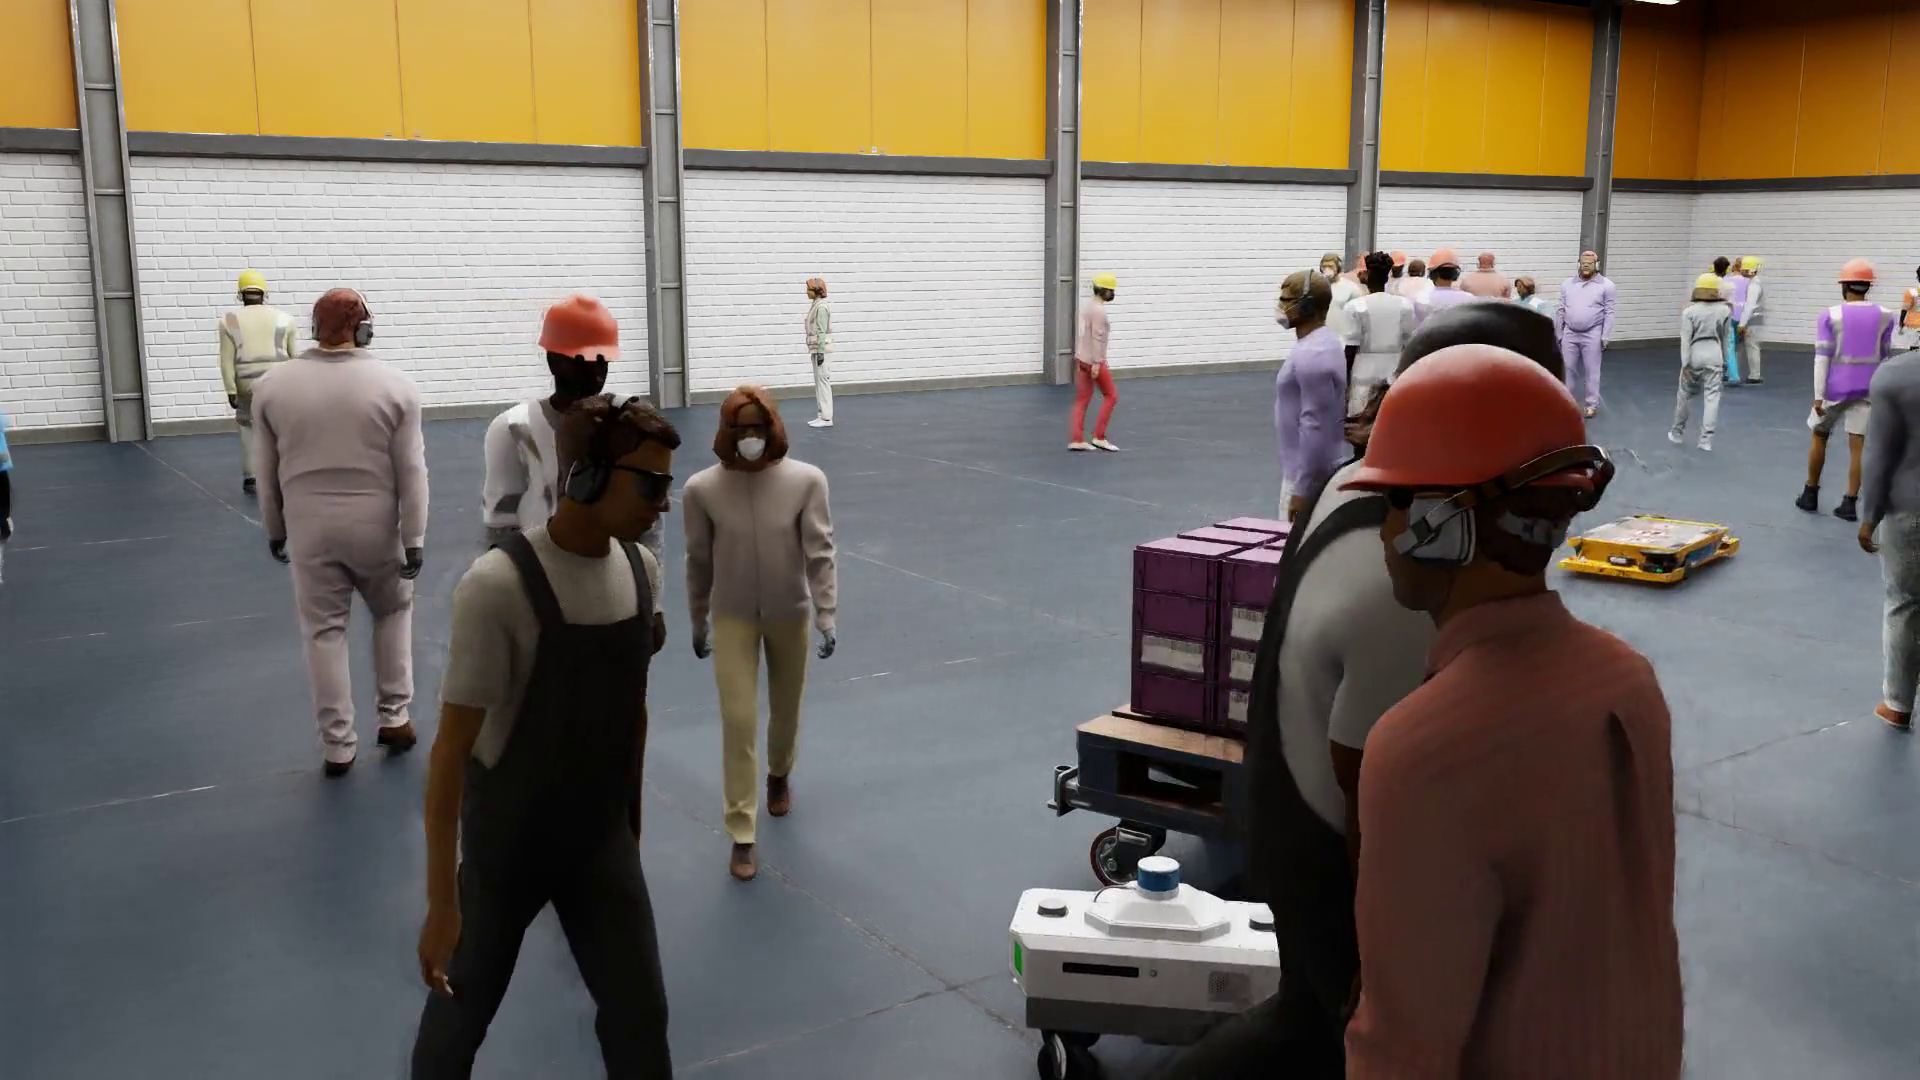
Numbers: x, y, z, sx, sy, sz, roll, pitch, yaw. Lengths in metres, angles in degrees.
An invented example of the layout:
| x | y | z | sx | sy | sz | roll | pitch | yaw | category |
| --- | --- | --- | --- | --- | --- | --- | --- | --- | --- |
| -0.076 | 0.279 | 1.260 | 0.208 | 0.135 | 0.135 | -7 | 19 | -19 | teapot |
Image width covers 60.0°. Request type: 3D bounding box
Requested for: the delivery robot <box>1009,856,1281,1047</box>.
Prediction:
| x | y | z | sx | sy | sz | roll | pitch | yaw | category |
| --- | --- | --- | --- | --- | --- | --- | --- | --- | --- |
| 0.481 | 1.022 | 4.087 | 0.707 | 0.478 | 0.477 | 2 | 11 | 10 | delivery robot |

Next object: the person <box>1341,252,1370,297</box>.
| x | y | z | sx | sy | sz | roll | pitch | yaw | category |
| --- | --- | --- | --- | --- | --- | --- | --- | --- | --- |
| 5.454 | -2.968 | 22.601 | 0.675 | 1.862 | 0.856 | 6 | 12 | 31 | person |

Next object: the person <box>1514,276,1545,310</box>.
| x | y | z | sx | sy | sz | roll | pitch | yaw | category |
| --- | --- | --- | --- | --- | --- | --- | --- | --- | --- |
| 6.548 | -2.250 | 19.369 | 0.613 | 1.615 | 0.533 | -7 | 12 | -34 | person |

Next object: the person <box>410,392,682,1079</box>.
| x | y | z | sx | sy | sz | roll | pitch | yaw | category |
| --- | --- | --- | --- | --- | --- | --- | --- | --- | --- |
| -0.828 | 0.616 | 3.226 | 0.870 | 1.791 | 0.668 | 8 | 13 | 36 | person |

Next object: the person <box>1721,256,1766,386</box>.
| x | y | z | sx | sy | sz | roll | pitch | yaw | category |
| --- | --- | --- | --- | --- | --- | --- | --- | --- | --- |
| 10.930 | -3.057 | 23.269 | 0.704 | 1.802 | 0.612 | 3 | 11 | 17 | person |

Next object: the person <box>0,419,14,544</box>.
| x | y | z | sx | sy | sz | roll | pitch | yaw | category |
| --- | --- | --- | --- | --- | --- | --- | --- | --- | --- |
| -4.479 | -0.078 | 7.341 | 0.553 | 1.648 | 0.861 | -8 | 13 | -38 | person |

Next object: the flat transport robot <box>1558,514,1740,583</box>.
| x | y | z | sx | sy | sz | roll | pitch | yaw | category |
| --- | --- | --- | --- | --- | --- | --- | --- | --- | --- |
| 4.381 | 0.037 | 10.523 | 0.652 | 0.197 | 1.431 | 9 | 13 | 40 | flat transport robot |

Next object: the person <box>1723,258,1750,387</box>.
| x | y | z | sx | sy | sz | roll | pitch | yaw | category |
| --- | --- | --- | --- | --- | --- | --- | --- | --- | --- |
| 10.791 | -3.033 | 23.242 | 0.657 | 1.787 | 0.941 | 1 | 10 | 5 | person |

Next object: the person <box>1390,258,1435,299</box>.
| x | y | z | sx | sy | sz | roll | pitch | yaw | category |
| --- | --- | --- | --- | --- | --- | --- | --- | --- | --- |
| 5.745 | -2.657 | 21.072 | 0.631 | 1.816 | 0.850 | 5 | 12 | 27 | person |

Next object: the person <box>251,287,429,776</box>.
| x | y | z | sx | sy | sz | roll | pitch | yaw | category |
| --- | --- | --- | --- | --- | --- | --- | --- | --- | --- |
| -2.409 | -0.041 | 6.550 | 0.651 | 1.883 | 0.613 | -2 | 11 | -12 | person |

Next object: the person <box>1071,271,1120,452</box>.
| x | y | z | sx | sy | sz | roll | pitch | yaw | category |
| --- | --- | --- | --- | --- | --- | --- | --- | --- | --- |
| 1.341 | -1.712 | 16.059 | 0.562 | 1.735 | 0.551 | -2 | 10 | -10 | person |

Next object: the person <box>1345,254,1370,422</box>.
| x | y | z | sx | sy | sz | roll | pitch | yaw | category |
| --- | --- | --- | --- | --- | --- | --- | --- | --- | --- |
| 4.538 | -2.181 | 18.266 | 1.001 | 1.892 | 0.563 | 3 | 11 | 14 | person |

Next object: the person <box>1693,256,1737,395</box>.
| x | y | z | sx | sy | sz | roll | pitch | yaw | category |
| --- | --- | --- | --- | --- | --- | --- | --- | --- | --- |
| 9.957 | -2.840 | 22.032 | 0.533 | 1.838 | 0.900 | 7 | 12 | 33 | person |

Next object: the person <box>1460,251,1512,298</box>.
| x | y | z | sx | sy | sz | roll | pitch | yaw | category |
| --- | --- | --- | --- | --- | --- | --- | --- | --- | --- |
| 6.796 | -2.788 | 21.571 | 0.657 | 1.890 | 0.494 | 3 | 11 | 17 | person |

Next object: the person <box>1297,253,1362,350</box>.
| x | y | z | sx | sy | sz | roll | pitch | yaw | category |
| --- | --- | --- | --- | --- | --- | --- | --- | --- | --- |
| 3.852 | -2.055 | 17.512 | 0.652 | 1.900 | 0.920 | 5 | 11 | 25 | person |

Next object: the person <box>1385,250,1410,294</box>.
| x | y | z | sx | sy | sz | roll | pitch | yaw | category |
| --- | --- | --- | --- | --- | --- | --- | --- | --- | --- |
| 5.701 | -2.831 | 21.752 | 0.583 | 1.904 | 0.765 | 5 | 12 | 27 | person |

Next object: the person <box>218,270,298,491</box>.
| x | y | z | sx | sy | sz | roll | pitch | yaw | category |
| --- | --- | --- | --- | --- | --- | --- | --- | --- | --- |
| -5.669 | -1.273 | 13.492 | 0.599 | 1.808 | 0.696 | -5 | 11 | -25 | person |

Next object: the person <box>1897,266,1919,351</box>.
| x | y | z | sx | sy | sz | roll | pitch | yaw | category |
| --- | --- | --- | --- | --- | --- | --- | --- | --- | --- |
| 13.319 | -2.964 | 23.077 | 0.559 | 1.679 | 0.420 | 1 | 10 | 8 | person |

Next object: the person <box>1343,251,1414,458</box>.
| x | y | z | sx | sy | sz | roll | pitch | yaw | category |
| --- | --- | --- | --- | --- | --- | --- | --- | --- | --- |
| 3.255 | -1.274 | 13.060 | 0.602 | 1.967 | 0.366 | -2 | 11 | -13 | person |

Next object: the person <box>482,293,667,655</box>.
| x | y | z | sx | sy | sz | roll | pitch | yaw | category |
| --- | --- | --- | --- | --- | --- | --- | --- | --- | --- |
| -1.140 | 0.201 | 5.156 | 0.536 | 1.894 | 0.895 | -8 | 13 | -36 | person |

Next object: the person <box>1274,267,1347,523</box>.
| x | y | z | sx | sy | sz | roll | pitch | yaw | category |
| --- | --- | --- | --- | --- | --- | --- | --- | --- | --- |
| 1.591 | -0.273 | 7.649 | 0.356 | 1.938 | 0.636 | 2 | 11 | 12 | person |

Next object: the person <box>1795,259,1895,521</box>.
| x | y | z | sx | sy | sz | roll | pitch | yaw | category |
| --- | --- | --- | --- | --- | --- | --- | --- | --- | --- |
| 6.605 | -1.128 | 12.424 | 0.552 | 1.904 | 0.834 | 2 | 10 | 10 | person |

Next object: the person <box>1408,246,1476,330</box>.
| x | y | z | sx | sy | sz | roll | pitch | yaw | category |
| --- | --- | --- | --- | --- | --- | --- | --- | --- | --- |
| 3.949 | -1.389 | 13.611 | 0.607 | 2.010 | 0.953 | -1 | 10 | -8 | person |

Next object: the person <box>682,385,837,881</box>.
| x | y | z | sx | sy | sz | roll | pitch | yaw | category |
| --- | --- | --- | --- | --- | --- | --- | --- | --- | --- |
| -0.681 | 0.258 | 5.673 | 0.500 | 1.603 | 0.790 | -2 | 11 | -10 | person |

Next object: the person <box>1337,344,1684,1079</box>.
| x | y | z | sx | sy | sz | roll | pitch | yaw | category |
| --- | --- | --- | --- | --- | --- | --- | --- | --- | --- |
| 0.732 | 0.765 | 1.921 | 0.820 | 1.959 | 0.628 | 10 | 14 | 42 | person |

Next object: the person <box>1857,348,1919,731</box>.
| x | y | z | sx | sy | sz | roll | pitch | yaw | category |
| --- | --- | --- | --- | --- | --- | --- | --- | --- | --- |
| 4.017 | -0.102 | 6.781 | 0.633 | 1.924 | 0.672 | 3 | 11 | 14 | person |

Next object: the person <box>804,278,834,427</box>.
| x | y | z | sx | sy | sz | roll | pitch | yaw | category |
| --- | --- | --- | --- | --- | --- | --- | --- | --- | --- |
| -1.544 | -2.050 | 18.244 | 0.314 | 1.629 | 0.509 | -3 | 11 | -16 | person |

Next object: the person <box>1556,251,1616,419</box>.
| x | y | z | sx | sy | sz | roll | pitch | yaw | category |
| --- | --- | --- | --- | --- | --- | --- | --- | --- | --- |
| 7.161 | -2.355 | 19.137 | 0.649 | 1.913 | 0.409 | 8 | 13 | 37 | person |

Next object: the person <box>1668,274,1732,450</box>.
| x | y | z | sx | sy | sz | roll | pitch | yaw | category |
| --- | --- | --- | --- | --- | --- | --- | --- | --- | --- |
| 7.349 | -1.773 | 16.506 | 0.493 | 1.711 | 0.832 | 2 | 10 | 9 | person |
